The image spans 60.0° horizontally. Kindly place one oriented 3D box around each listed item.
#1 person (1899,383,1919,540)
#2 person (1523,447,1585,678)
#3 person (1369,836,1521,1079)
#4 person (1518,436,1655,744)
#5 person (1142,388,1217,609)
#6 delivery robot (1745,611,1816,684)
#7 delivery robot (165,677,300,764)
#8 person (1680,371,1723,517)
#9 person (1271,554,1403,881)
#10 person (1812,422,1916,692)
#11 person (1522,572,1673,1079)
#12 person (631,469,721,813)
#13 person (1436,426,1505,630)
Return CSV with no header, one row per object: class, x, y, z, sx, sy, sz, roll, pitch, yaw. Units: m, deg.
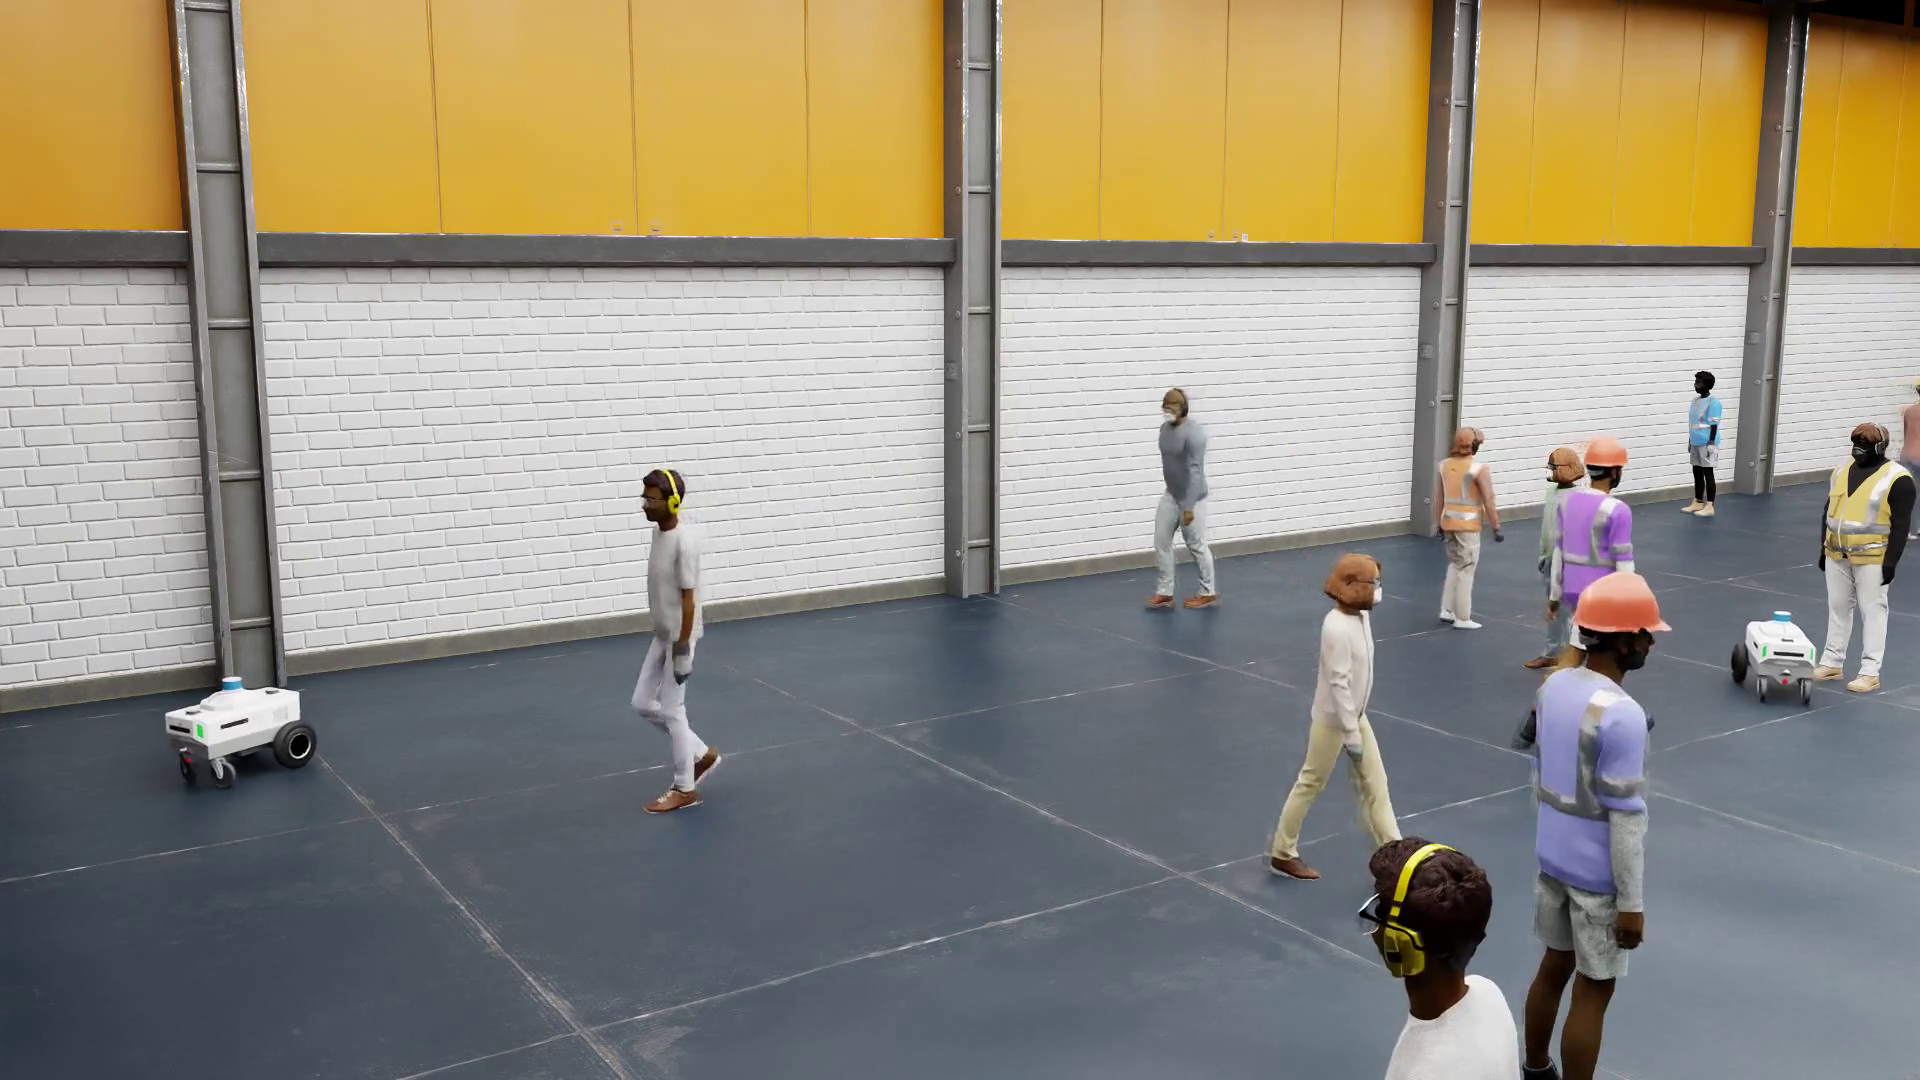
person,10.183,-0.856,17.534,0.621,1.740,0.541,-2,10,-10
person,4.243,0.159,11.768,0.286,1.633,0.500,-1,9,-6
person,0.882,1.474,3.165,0.332,1.864,0.514,4,10,25
person,3.831,0.314,10.086,1.013,1.891,0.559,-3,10,-17
person,1.863,-0.333,13.937,0.795,1.891,0.647,-5,11,-27
delivery robot,5.569,0.729,11.298,0.477,0.478,0.707,3,10,17
delivery robot,-4.146,1.027,9.503,0.477,0.478,0.707,5,11,30
person,8.631,-1.122,19.327,0.320,1.690,0.538,-1,9,-6
person,1.842,0.851,7.717,0.844,1.583,0.525,5,11,30
person,6.179,0.112,11.436,0.429,1.844,0.627,-4,10,-23
person,2.098,1.063,5.482,0.394,1.928,0.581,-1,10,-8
person,-1.545,0.535,8.855,0.416,1.852,0.546,-5,11,-30
person,4.039,-0.087,13.267,0.399,1.633,0.534,-4,10,-24
